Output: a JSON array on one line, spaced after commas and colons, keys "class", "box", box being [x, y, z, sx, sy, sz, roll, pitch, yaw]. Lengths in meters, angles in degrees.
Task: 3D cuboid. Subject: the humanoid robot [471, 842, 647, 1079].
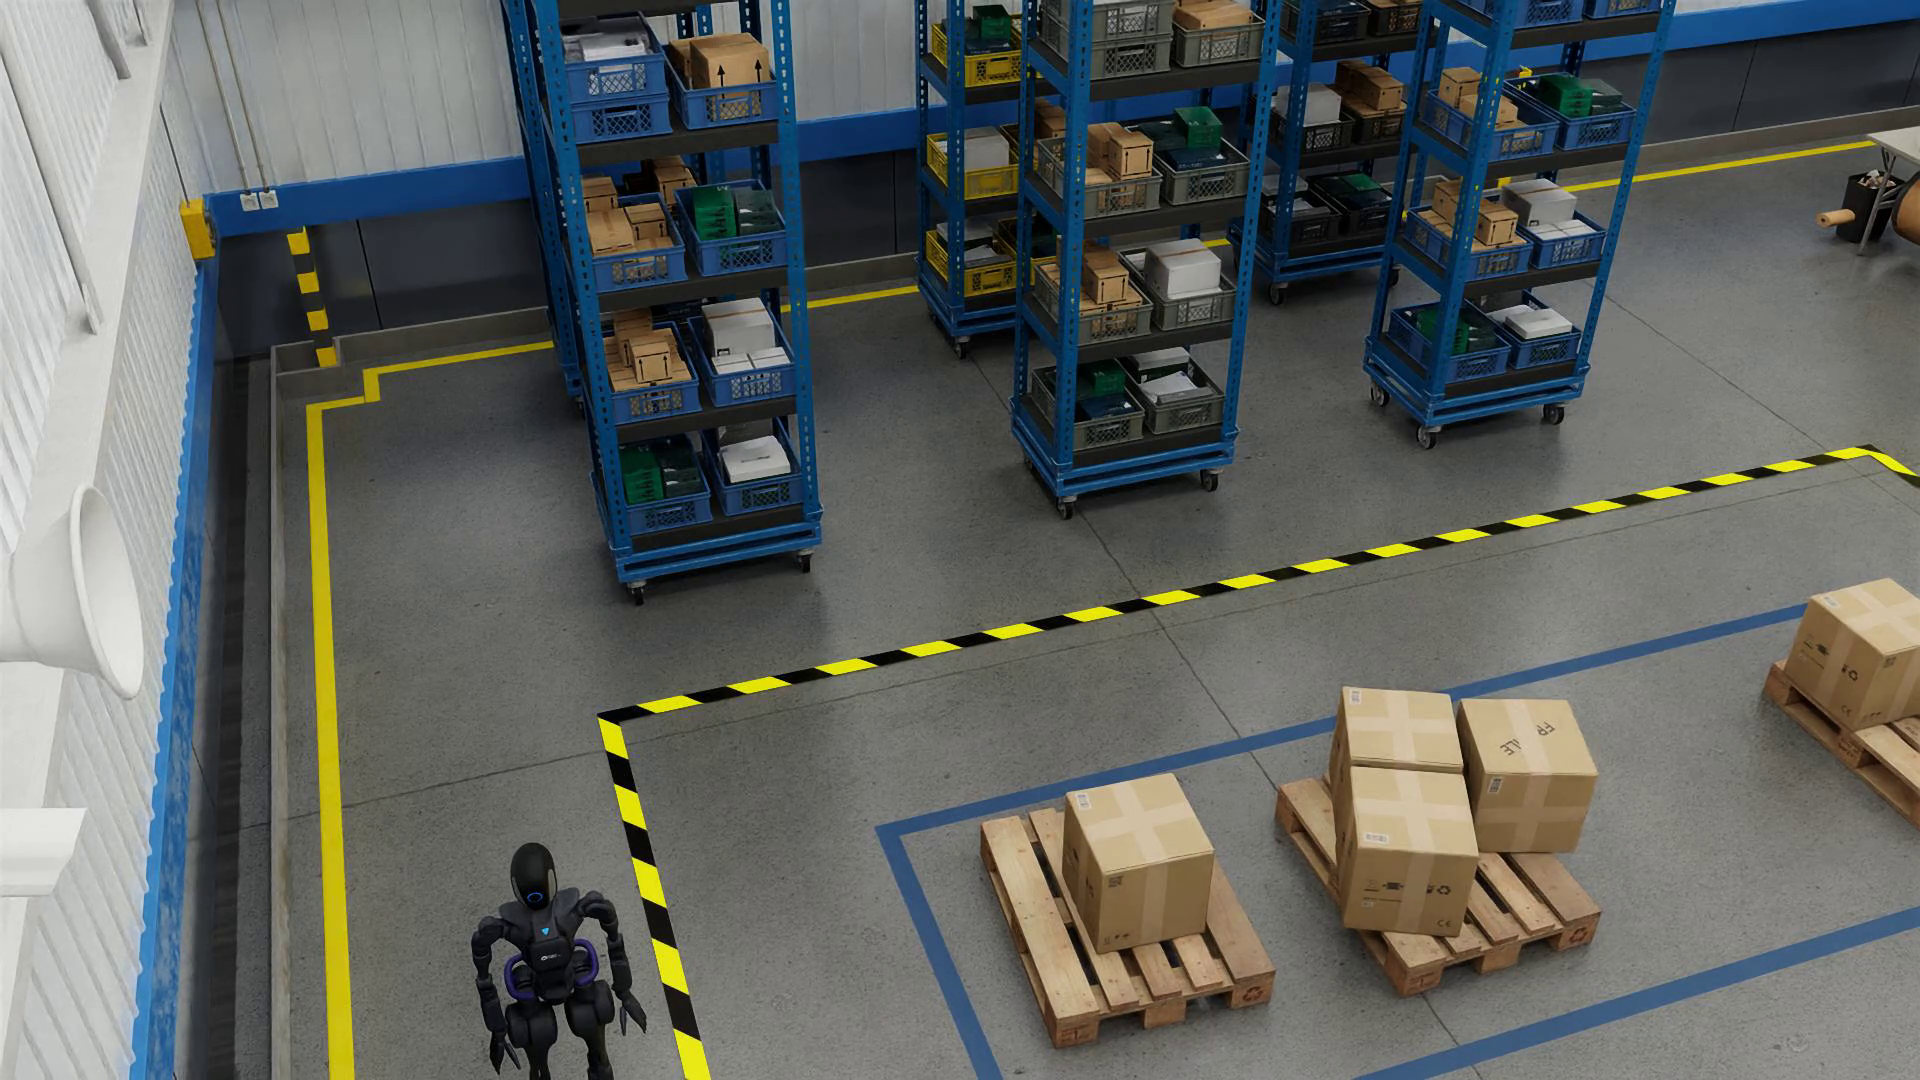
[{"class": "humanoid robot", "box": [-1.511, 1.766, 6.317, 0.599, 1.657, 0.315, -12, 37, -17]}]
